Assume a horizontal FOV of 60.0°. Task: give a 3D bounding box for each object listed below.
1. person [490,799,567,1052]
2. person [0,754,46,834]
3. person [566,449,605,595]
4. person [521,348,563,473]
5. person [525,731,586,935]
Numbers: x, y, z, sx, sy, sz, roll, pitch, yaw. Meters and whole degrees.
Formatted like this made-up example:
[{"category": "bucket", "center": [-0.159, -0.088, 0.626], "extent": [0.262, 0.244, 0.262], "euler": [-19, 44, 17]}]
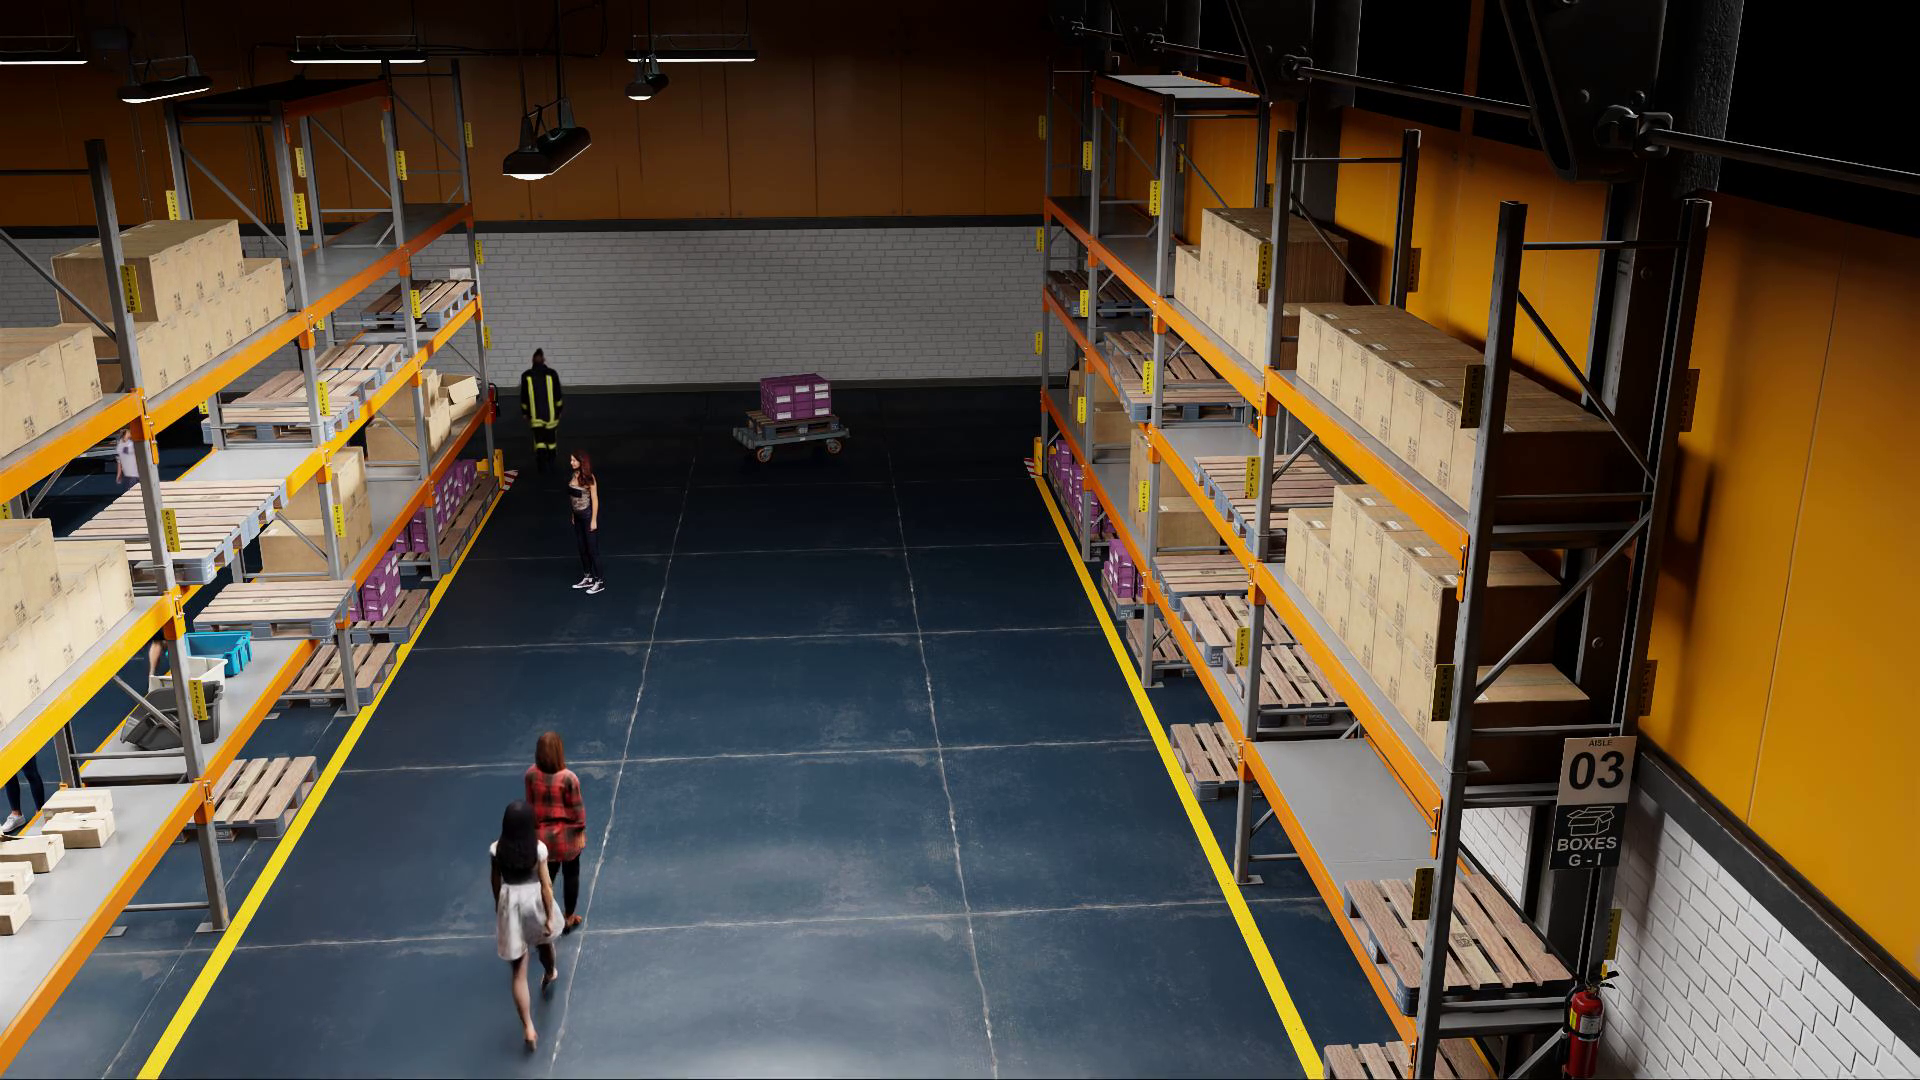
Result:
[{"category": "person", "center": [-2.986, 2.651, 11.349], "extent": [0.616, 1.733, 1.101], "euler": [-2, 19, -5]}, {"category": "person", "center": [-8.106, 1.660, 14.226], "extent": [0.615, 1.774, 0.552], "euler": [1, 19, 3]}, {"category": "person", "center": [-4.471, -0.238, 19.874], "extent": [0.680, 1.768, 0.750], "euler": [17, 25, 40]}, {"category": "person", "center": [-6.224, -1.916, 24.762], "extent": [0.911, 1.828, 1.206], "euler": [-6, 19, -17]}, {"category": "person", "center": [-3.087, 2.270, 12.553], "extent": [0.753, 1.687, 0.862], "euler": [5, 19, 14]}]
